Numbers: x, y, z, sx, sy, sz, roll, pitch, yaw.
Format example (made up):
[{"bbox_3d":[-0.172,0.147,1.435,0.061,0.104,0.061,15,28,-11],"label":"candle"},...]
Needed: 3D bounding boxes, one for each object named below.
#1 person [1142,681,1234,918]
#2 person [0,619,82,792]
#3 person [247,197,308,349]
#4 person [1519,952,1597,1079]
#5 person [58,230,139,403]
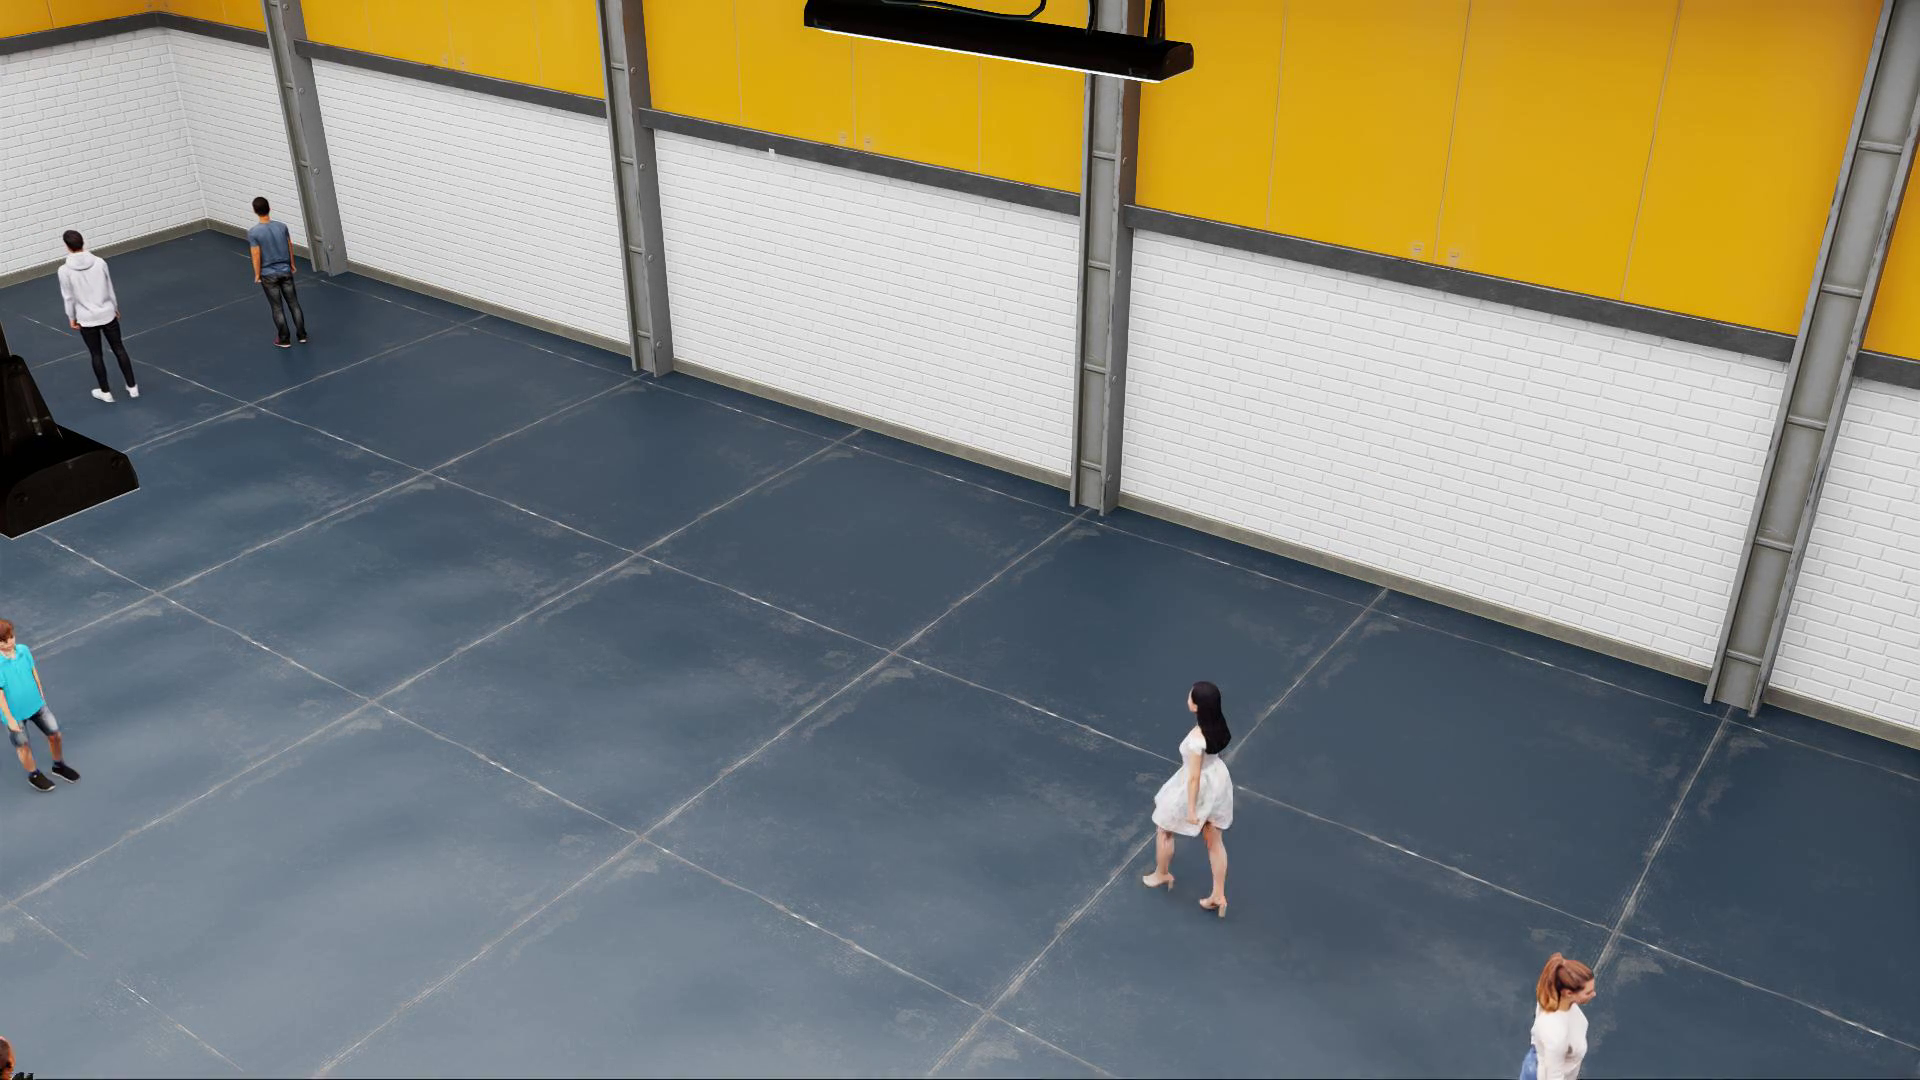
[{"bbox_3d":[1.645,1.717,10.820,0.869,1.751,0.657,23,36,36],"label":"person"},{"bbox_3d":[-6.882,1.188,12.116,0.566,1.440,0.536,15,32,26],"label":"person"},{"bbox_3d":[-8.114,-3.181,19.744,0.594,1.805,0.690,25,37,38],"label":"person"},{"bbox_3d":[2.992,2.871,8.785,1.193,1.675,0.762,13,31,22],"label":"person"},{"bbox_3d":[-9.519,-2.479,18.337,0.749,1.919,0.693,-22,35,-34],"label":"person"}]
